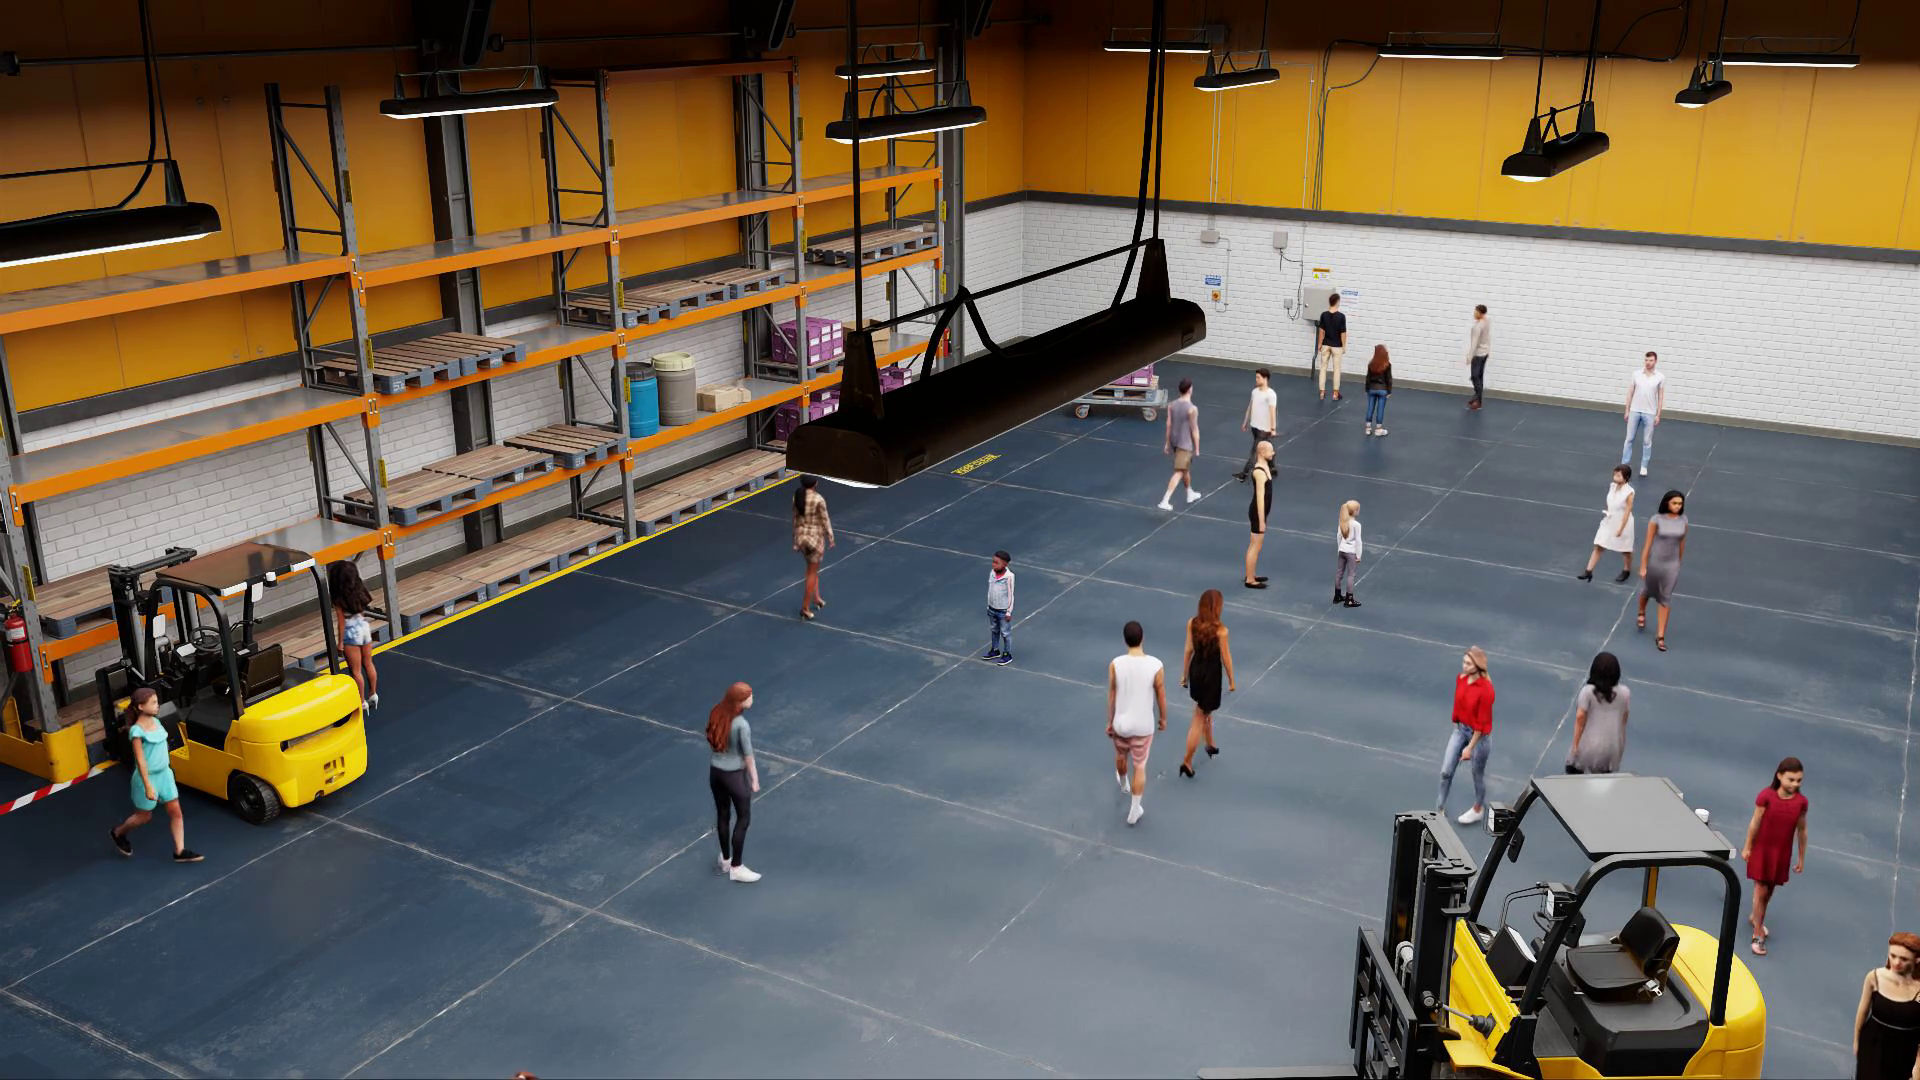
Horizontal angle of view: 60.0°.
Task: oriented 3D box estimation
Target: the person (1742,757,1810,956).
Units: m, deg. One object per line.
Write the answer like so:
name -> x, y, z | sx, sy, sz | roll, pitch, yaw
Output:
person -> 6.170, 2.320, 12.676 | 0.731, 1.528, 0.882 | 2, 19, 6

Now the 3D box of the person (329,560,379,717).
person -> -6.015, 0.971, 16.529 | 0.665, 1.626, 0.557 | 6, 19, 16

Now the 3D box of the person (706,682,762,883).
person -> -1.905, 1.925, 13.543 | 0.746, 1.722, 0.578 | 8, 20, 22

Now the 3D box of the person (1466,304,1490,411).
person -> 8.892, -3.155, 28.473 | 0.538, 1.822, 0.834 | -15, 24, -38

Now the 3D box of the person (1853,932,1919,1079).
person -> 5.735, 3.116, 10.223 | 0.583, 1.586, 1.088 | 11, 22, 30

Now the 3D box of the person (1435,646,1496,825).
person -> 4.468, 1.693, 14.296 | 0.990, 1.682, 0.858 | -11, 21, -29

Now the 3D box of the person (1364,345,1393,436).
person -> 6.750, -2.434, 26.866 | 0.598, 1.480, 0.511 | 11, 22, 31

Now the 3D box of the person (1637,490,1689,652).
person -> 7.720, 0.292, 18.392 | 0.925, 1.724, 1.225 | 3, 19, 8

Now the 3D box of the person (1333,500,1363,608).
person -> 4.555, 0.145, 19.524 | 0.598, 1.278, 0.569 | -12, 22, -31

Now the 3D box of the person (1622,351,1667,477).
person -> 10.139, -1.891, 24.676 | 0.653, 1.850, 0.547 | 12, 22, 32

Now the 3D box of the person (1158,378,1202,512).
person -> 2.971, -1.259, 22.556 | 0.851, 1.808, 1.270 | 17, 25, 41

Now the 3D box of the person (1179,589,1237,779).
person -> 2.166, 1.349, 15.111 | 0.721, 1.814, 0.969 | 16, 24, 38

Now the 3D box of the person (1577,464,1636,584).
person -> 8.015, -0.170, 20.104 | 1.074, 1.507, 0.893 | -9, 21, -25

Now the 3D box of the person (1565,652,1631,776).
person -> 5.480, 1.759, 14.241 | 0.747, 1.592, 0.789 | 0, 19, 1

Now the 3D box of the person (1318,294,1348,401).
person -> 6.506, -3.380, 29.092 | 0.640, 1.853, 0.522 | 10, 21, 27

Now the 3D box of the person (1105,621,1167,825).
person -> 1.496, 1.627, 14.404 | 0.948, 1.739, 1.160 | 3, 19, 7

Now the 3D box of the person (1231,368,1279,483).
person -> 4.469, -1.663, 24.265 | 1.176, 1.681, 1.043 | -8, 20, -22

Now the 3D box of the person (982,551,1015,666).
person -> 0.442, 0.707, 17.886 | 0.550, 1.260, 0.530 | -17, 25, -42

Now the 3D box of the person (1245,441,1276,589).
person -> 3.599, -0.319, 20.064 | 0.766, 1.814, 0.568 | 4, 19, 11

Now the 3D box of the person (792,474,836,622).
person -> -1.737, 0.089, 18.917 | 0.605, 1.773, 0.787 | 12, 22, 33

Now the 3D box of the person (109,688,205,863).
person -> -6.738, 1.966, 13.723 | 0.850, 1.530, 1.043 | 4, 19, 12
